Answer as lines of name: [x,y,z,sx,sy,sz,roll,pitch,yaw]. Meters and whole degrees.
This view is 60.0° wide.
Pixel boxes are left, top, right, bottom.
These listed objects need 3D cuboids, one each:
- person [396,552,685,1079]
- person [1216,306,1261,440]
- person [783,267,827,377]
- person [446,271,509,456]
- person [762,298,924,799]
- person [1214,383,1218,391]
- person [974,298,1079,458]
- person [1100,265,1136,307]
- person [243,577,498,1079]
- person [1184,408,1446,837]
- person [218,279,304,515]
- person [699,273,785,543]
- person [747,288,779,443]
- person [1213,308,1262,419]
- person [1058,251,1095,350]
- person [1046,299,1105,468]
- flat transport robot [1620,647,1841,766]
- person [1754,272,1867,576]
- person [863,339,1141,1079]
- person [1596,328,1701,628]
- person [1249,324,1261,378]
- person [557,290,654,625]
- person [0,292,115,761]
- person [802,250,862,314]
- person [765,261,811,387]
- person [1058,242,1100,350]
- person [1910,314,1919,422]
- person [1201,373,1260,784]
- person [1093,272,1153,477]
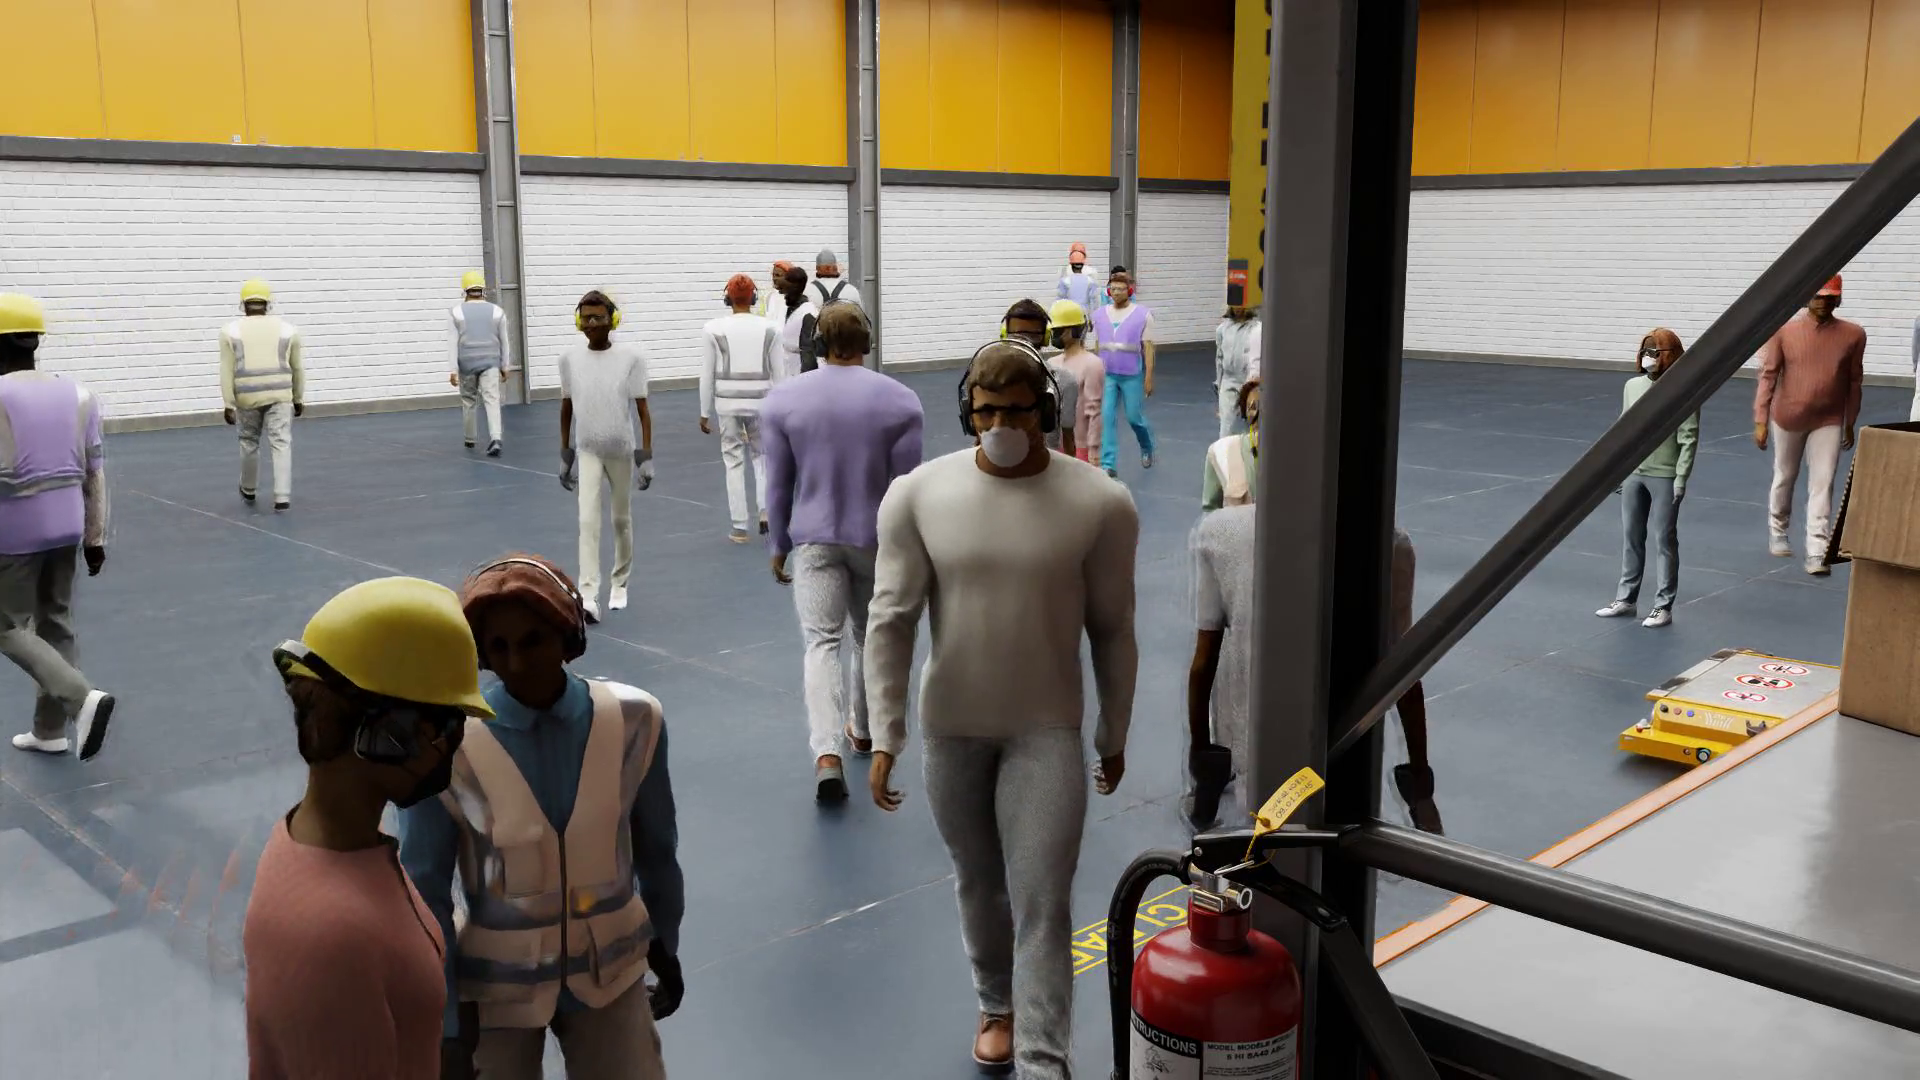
person: [-0.732,0.802,2.998,0.527,1.592,0.826,-6,12,-28]
person: [2.474,-1.381,14.614,0.498,1.698,0.898,4,11,23]
person: [-1.317,-1.369,14.078,0.404,1.873,0.762,-3,11,-15]
person: [-4.691,-1.723,16.221,0.601,1.792,0.934,-5,12,-26]
person: [-0.441,0.021,6.447,0.622,1.907,0.976,-1,10,-8]
person: [3.774,-2.684,21.256,0.932,1.887,0.596,-1,10,-7]
person: [0.300,-0.216,7.873,0.510,1.848,0.495,1,10,3]
person: [2.279,-3.099,23.977,0.533,1.697,0.319,0,10,-1]
person: [-0.849,0.904,2.139,0.854,1.713,0.545,-3,11,-16]
person: [0.767,0.548,3.703,0.581,1.847,0.471,7,12,33]
person: [-5.427,-1.118,12.927,0.618,1.785,0.911,-6,12,-28]
person: [-1.521,-0.909,11.572,0.581,1.874,0.411,-4,11,-20]
person: [-1.854,-1.889,17.151,0.839,1.783,0.640,-4,11,-23]
person: [3.468,-2.327,19.202,0.952,1.911,0.628,1,10,3]
person: [1.692,-3.217,24.059,0.552,1.912,0.832,-2,11,-9]
person: [0.682,-0.554,9.924,0.492,1.752,0.546,-7,13,-35]
flat transport robot: [3.405,0.713,7.087,0.652,0.197,1.431,9,14,40]
person: [5.459,-0.789,10.732,0.644,1.942,1.045,3,11,16]
person: [0.090,0.490,3.905,0.636,1.882,1.043,2,11,8]
person: [3.792,-0.343,9.127,0.286,1.633,0.499,-6,12,-29]
person: [2.273,-0.837,11.228,0.671,1.857,0.976,0,10,-3]
person: [-1.972,-0.451,9.197,0.555,1.818,0.941,-1,10,-4]
person: [-3.677,-0.031,6.662,0.636,1.912,0.606,5,12,26]
person: [-1.398,-2.143,17.831,0.691,2.000,1.054,-2,11,-12]
person: [-1.729,-1.812,16.457,0.573,1.883,0.355,7,12,33]
person: [1.825,-3.525,25.408,0.618,2.020,0.738,3,11,14]
person: [9.864,-1.753,16.812,0.280,1.634,0.498,-5,11,-25]
person: [1.122,0.184,6.283,0.542,1.619,0.610,6,12,28]
person: [1.466,-1.464,14.744,0.576,1.822,0.793,6,12,28]
